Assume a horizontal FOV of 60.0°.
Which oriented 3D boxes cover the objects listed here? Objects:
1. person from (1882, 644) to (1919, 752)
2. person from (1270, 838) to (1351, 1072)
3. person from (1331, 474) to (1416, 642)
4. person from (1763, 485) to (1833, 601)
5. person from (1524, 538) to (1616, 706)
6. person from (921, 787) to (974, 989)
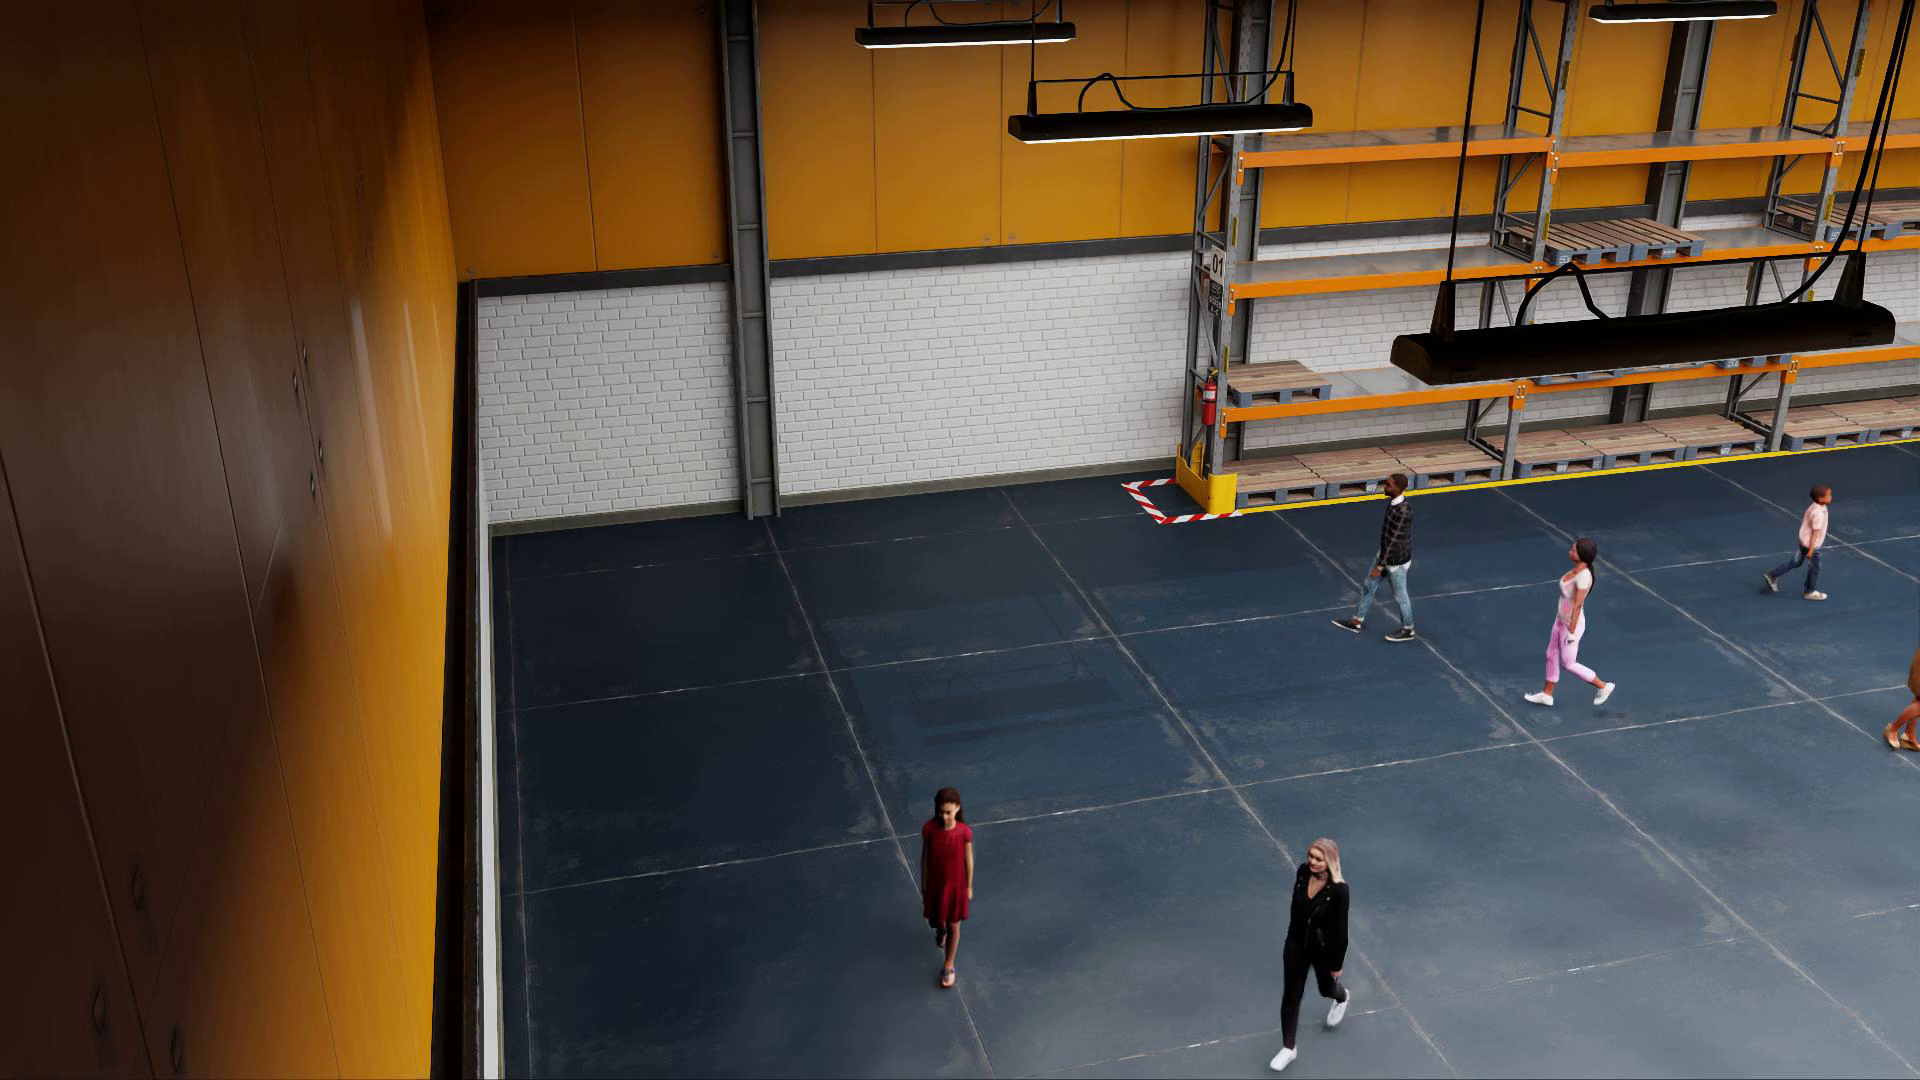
[{"bbox_3d":[8.544,1.113,14.708,0.760,1.683,0.698,16,28,32],"label":"person"},{"bbox_3d":[2.427,2.707,11.103,0.989,1.651,1.187,20,31,39],"label":"person"},{"bbox_3d":[4.442,0.210,16.651,1.124,1.783,0.837,-1,24,-1],"label":"person"},{"bbox_3d":[8.980,0.015,17.712,0.931,1.290,0.731,4,24,10],"label":"person"},{"bbox_3d":[5.729,0.804,15.369,1.083,1.721,0.888,6,24,14],"label":"person"},{"bbox_3d":[-0.074,2.407,11.926,0.824,1.541,0.761,2,24,6],"label":"person"}]
